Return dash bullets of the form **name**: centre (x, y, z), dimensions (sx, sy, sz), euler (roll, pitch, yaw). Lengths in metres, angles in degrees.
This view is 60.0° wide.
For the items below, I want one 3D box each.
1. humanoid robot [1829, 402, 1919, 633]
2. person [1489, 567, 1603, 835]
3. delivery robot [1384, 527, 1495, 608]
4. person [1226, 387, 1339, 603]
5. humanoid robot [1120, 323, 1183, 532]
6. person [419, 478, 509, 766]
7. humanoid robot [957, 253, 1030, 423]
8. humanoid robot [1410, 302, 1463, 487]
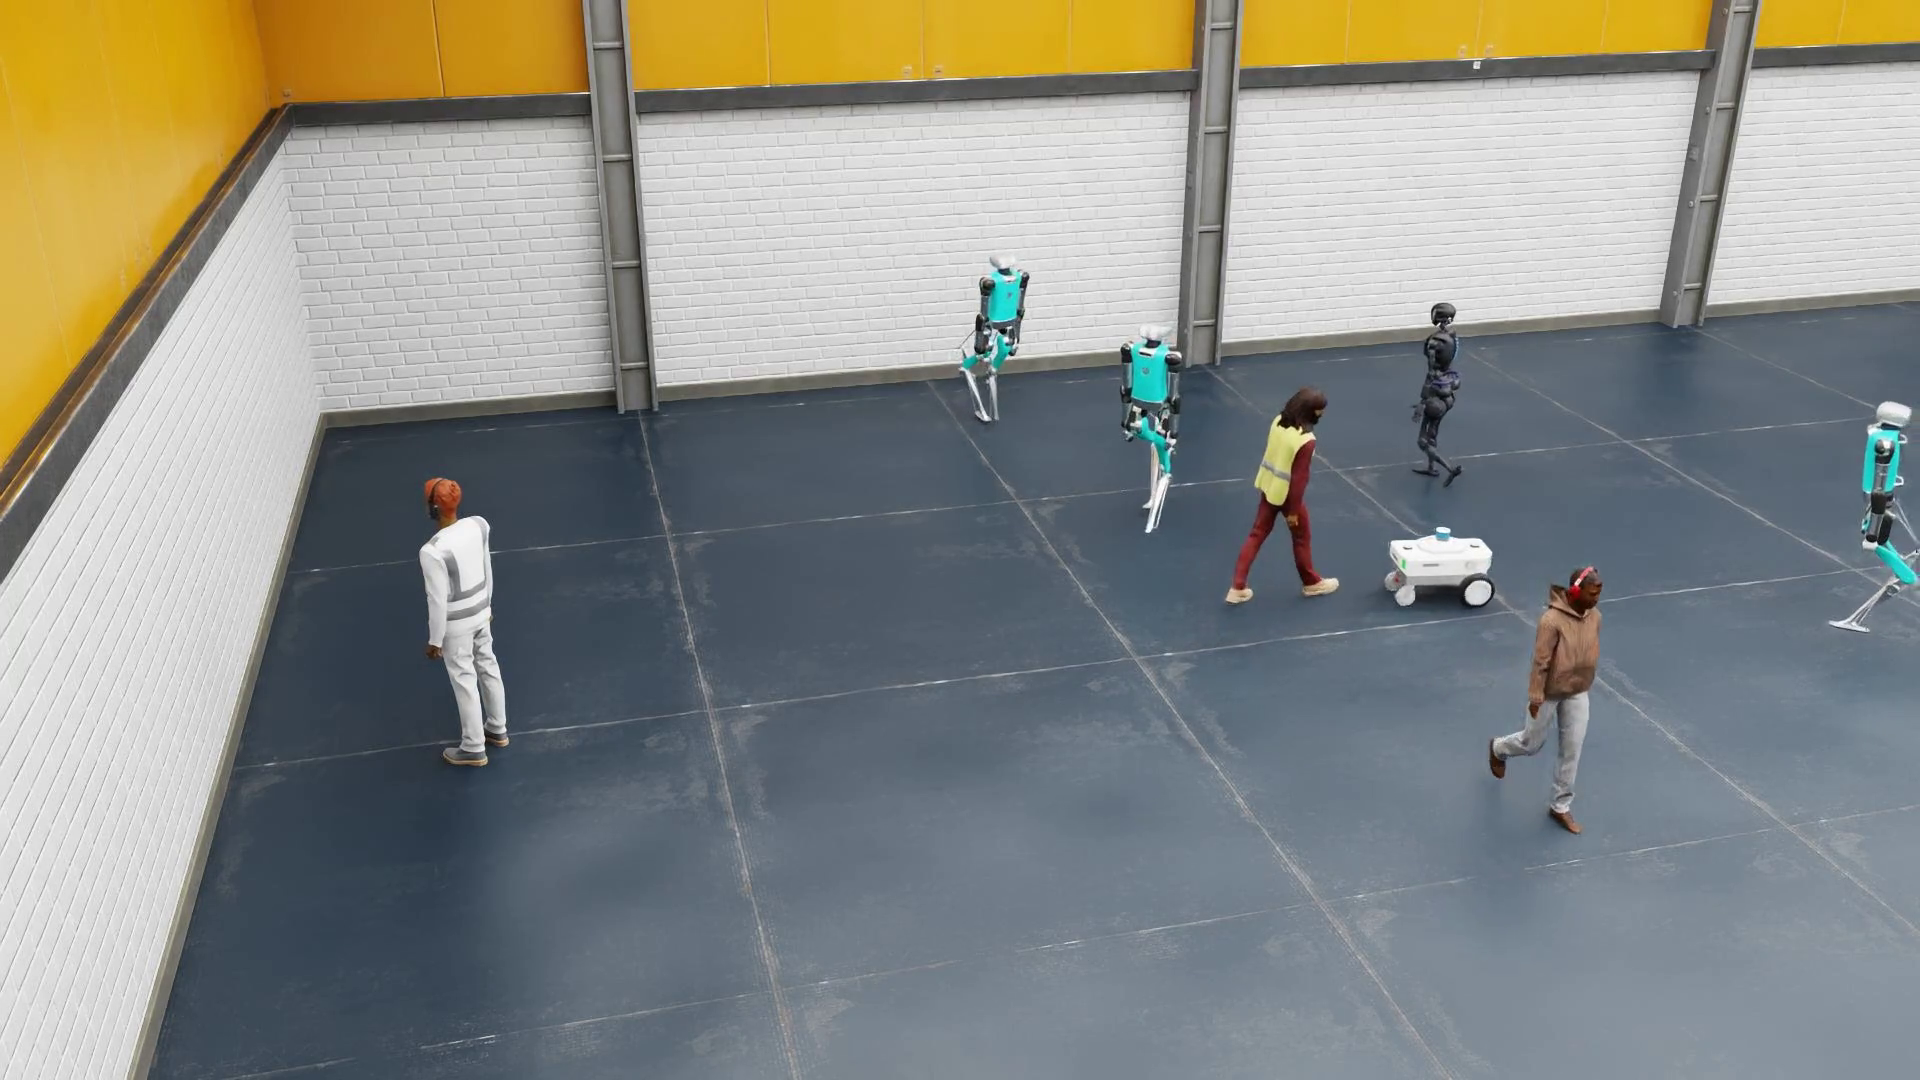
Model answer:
- **humanoid robot**: centre (6.728, -0.049, 11.718), dimensions (0.889, 1.821, 0.547), euler (11, 26, 23)
- **person**: centre (3.460, 0.859, 9.729), dimensions (0.456, 1.626, 0.689), euler (-6, 25, -14)
- **delivery robot**: centre (3.619, 0.187, 12.557), dimensions (0.757, 0.576, 0.499), euler (-2, 24, -4)
- **person**: centre (2.433, -0.323, 12.281), dimensions (0.905, 1.730, 0.456), euler (-11, 26, -23)
- **humanoid robot**: centre (1.655, -0.973, 13.774), dimensions (0.540, 1.797, 0.822), euler (15, 28, 30)
- **person**: centre (-3.067, 0.501, 10.221), dimensions (0.355, 1.882, 0.573), euler (9, 25, 20)
- **humanoid robot**: centre (0.253, -1.898, 15.915), dimensions (0.537, 1.820, 0.837), euler (-16, 28, -32)
- **humanoid robot**: centre (4.227, -1.271, 14.496), dimensions (0.527, 1.634, 0.602), euler (16, 28, 32)
